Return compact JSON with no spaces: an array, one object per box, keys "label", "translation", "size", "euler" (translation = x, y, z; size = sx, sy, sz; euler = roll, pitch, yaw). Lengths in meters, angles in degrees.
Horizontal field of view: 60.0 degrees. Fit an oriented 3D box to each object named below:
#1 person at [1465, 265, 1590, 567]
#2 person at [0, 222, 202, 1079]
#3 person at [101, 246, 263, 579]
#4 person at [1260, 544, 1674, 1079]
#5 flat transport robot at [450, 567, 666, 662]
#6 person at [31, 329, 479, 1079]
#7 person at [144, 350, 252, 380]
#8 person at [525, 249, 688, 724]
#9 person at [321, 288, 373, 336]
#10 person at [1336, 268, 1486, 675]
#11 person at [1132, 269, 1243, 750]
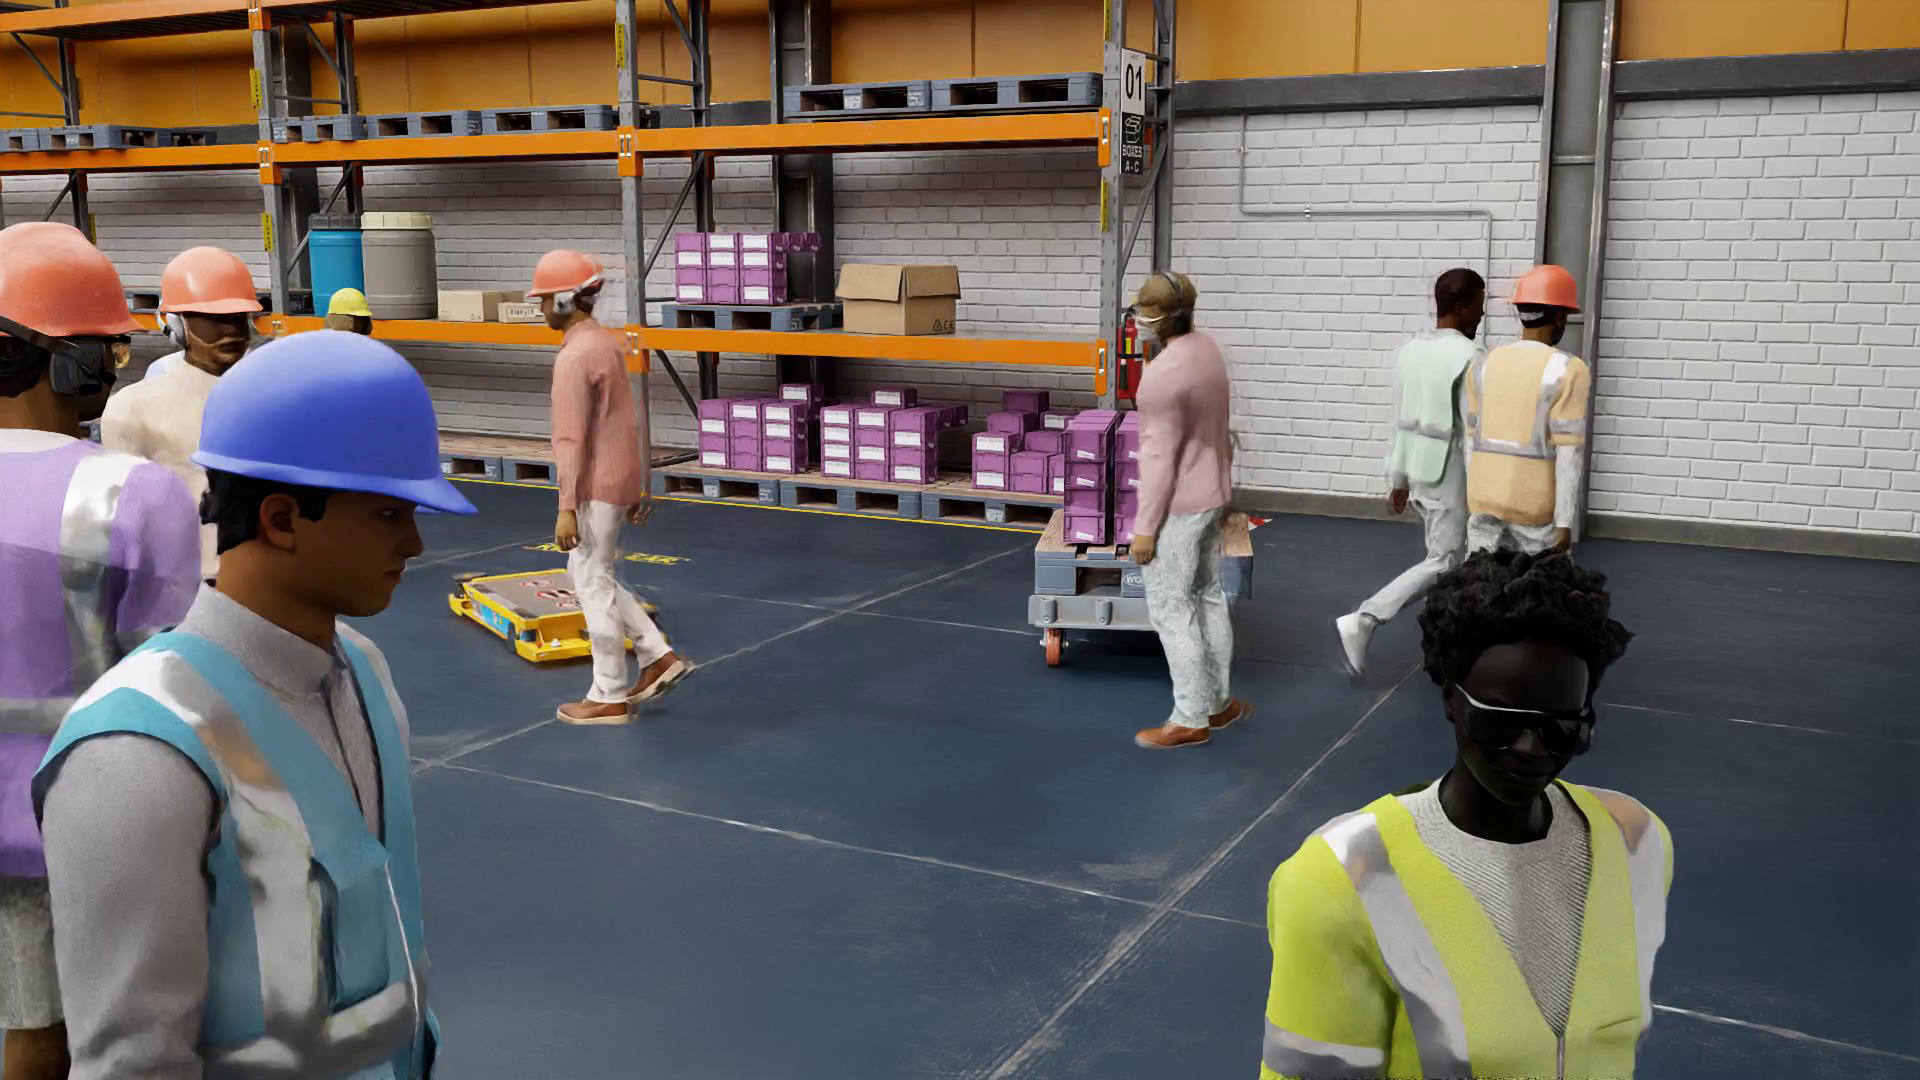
[{"label":"person","translation":[2.287,-0.150,6.763],"size":[0.491,1.912,0.551],"euler":[-9,14,-41]},{"label":"person","translation":[-1.510,0.490,2.881],"size":[0.605,2.044,0.375],"euler":[2,11,10]},{"label":"person","translation":[-2.042,0.191,4.649],"size":[0.376,1.995,0.609],"euler":[6,12,32]},{"label":"person","translation":[0.584,0.833,1.937],"size":[0.537,1.698,0.320],"euler":[-4,11,-21]},{"label":"flat transport robot","translation":[-2.084,0.352,8.499],"size":[0.652,0.197,1.431],"euler":[-7,12,-32]},{"label":"person","translation":[-0.757,0.728,1.897],"size":[0.457,1.920,0.622],"euler":[0,10,1]},{"label":"person","translation":[-2.756,-0.084,6.310],"size":[0.361,1.939,0.542],"euler":[9,14,40]},{"label":"person","translation":[-1.506,-0.201,6.846],"size":[0.509,1.971,0.640],"euler":[0,10,2]},{"label":"person","translation":[-3.516,-0.590,9.663],"size":[0.331,1.734,0.487],"euler":[2,11,13]},{"label":"person","translation":[2.134,-0.287,7.567],"size":[0.838,1.888,0.595],"euler":[-3,11,-16]},{"label":"person","translation":[0.921,-0.115,6.622],"size":[0.343,1.907,0.806],"euler":[6,12,29]}]
